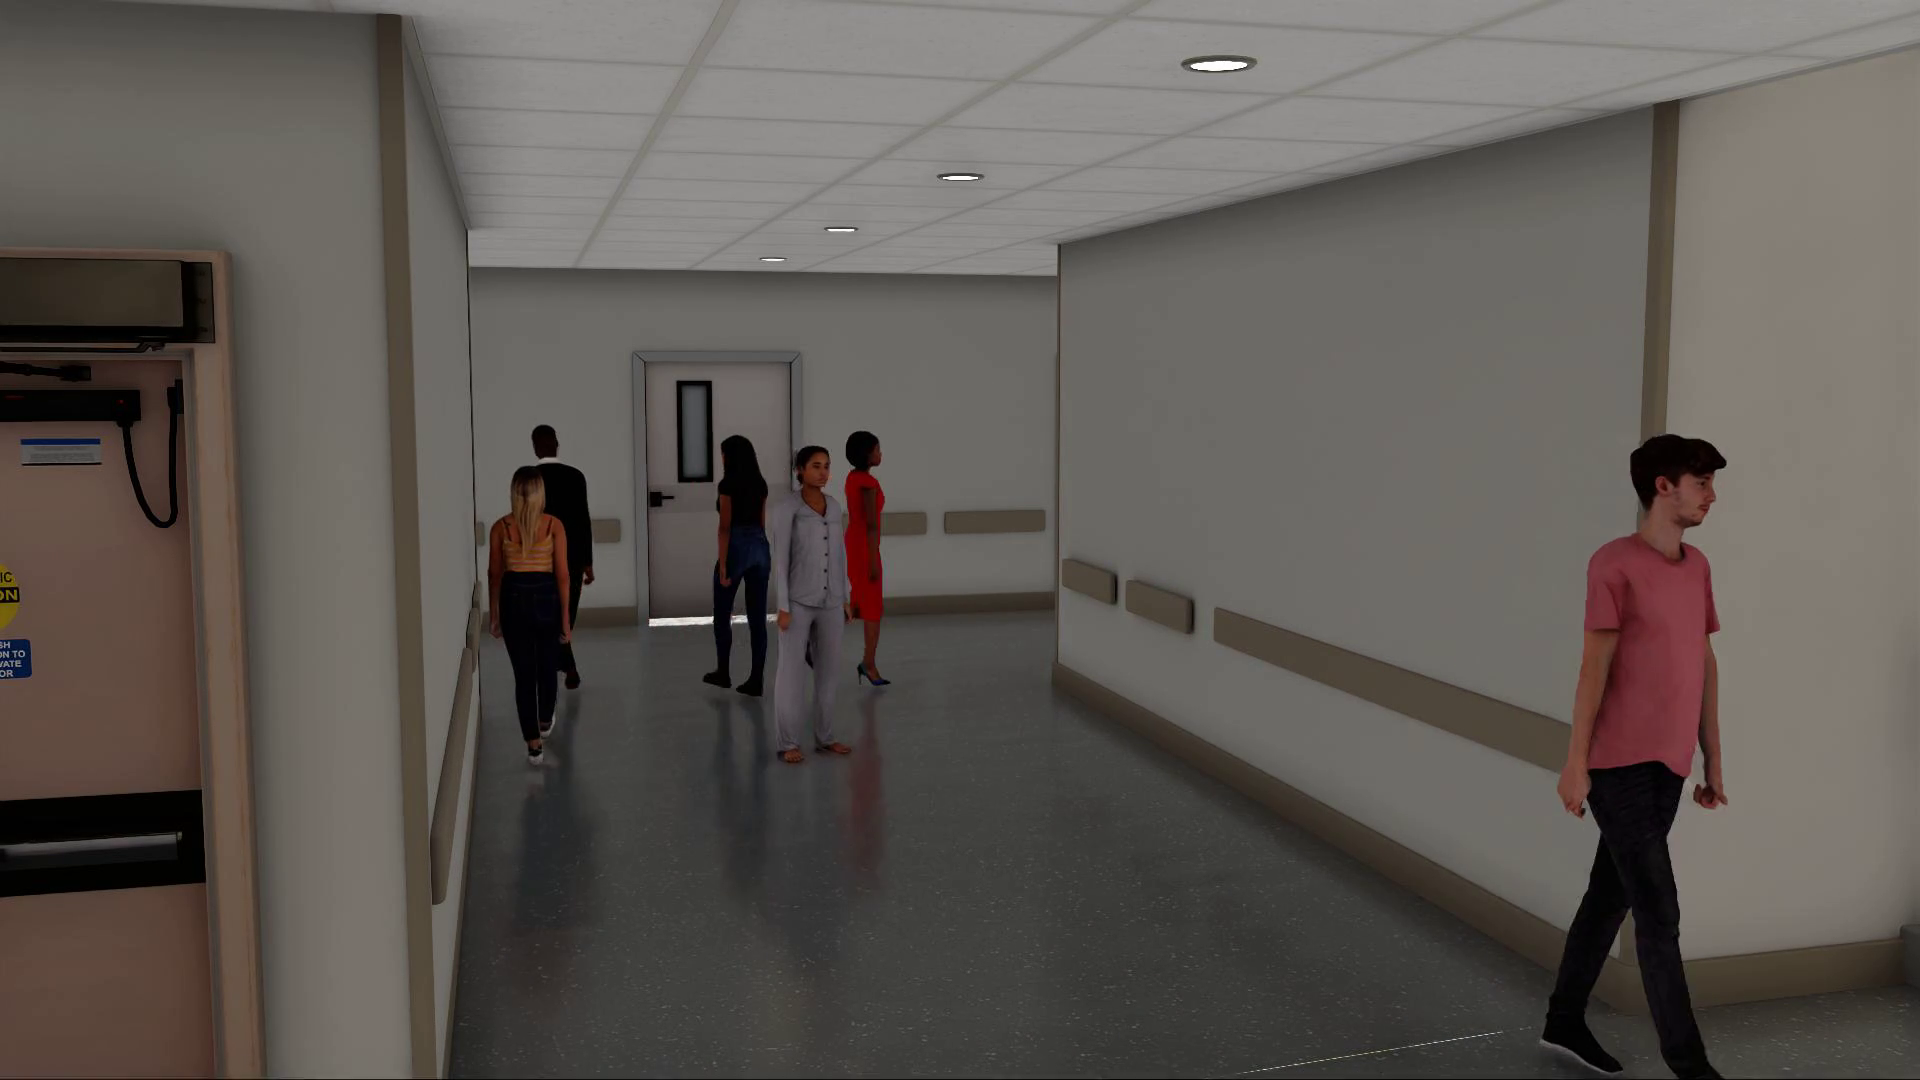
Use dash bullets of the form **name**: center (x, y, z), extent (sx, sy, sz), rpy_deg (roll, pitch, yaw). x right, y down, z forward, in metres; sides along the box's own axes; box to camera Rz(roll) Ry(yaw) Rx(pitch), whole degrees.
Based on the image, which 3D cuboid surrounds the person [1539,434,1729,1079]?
- **person**: center (1.944, 0.671, 4.982), extent (1.103, 1.924, 0.912), rpy_deg (-3, 7, -29)

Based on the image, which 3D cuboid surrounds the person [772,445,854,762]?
- **person**: center (-0.849, 0.336, 9.257), extent (0.622, 1.735, 0.767), rpy_deg (-4, 7, -36)

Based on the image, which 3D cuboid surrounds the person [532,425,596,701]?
- **person**: center (-2.600, 0.174, 10.714), extent (1.179, 1.764, 0.859), rpy_deg (0, 6, -2)

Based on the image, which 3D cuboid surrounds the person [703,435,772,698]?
- **person**: center (-1.353, 0.187, 10.898), extent (0.898, 1.702, 0.857), rpy_deg (-5, 8, -43)

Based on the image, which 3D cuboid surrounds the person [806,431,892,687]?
- **person**: center (-0.743, 0.141, 11.222), extent (0.859, 1.729, 0.606), rpy_deg (-2, 6, -19)

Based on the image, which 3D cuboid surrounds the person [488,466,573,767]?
- **person**: center (-2.328, 0.428, 9.014), extent (0.936, 1.599, 0.643), rpy_deg (-2, 6, -15)
